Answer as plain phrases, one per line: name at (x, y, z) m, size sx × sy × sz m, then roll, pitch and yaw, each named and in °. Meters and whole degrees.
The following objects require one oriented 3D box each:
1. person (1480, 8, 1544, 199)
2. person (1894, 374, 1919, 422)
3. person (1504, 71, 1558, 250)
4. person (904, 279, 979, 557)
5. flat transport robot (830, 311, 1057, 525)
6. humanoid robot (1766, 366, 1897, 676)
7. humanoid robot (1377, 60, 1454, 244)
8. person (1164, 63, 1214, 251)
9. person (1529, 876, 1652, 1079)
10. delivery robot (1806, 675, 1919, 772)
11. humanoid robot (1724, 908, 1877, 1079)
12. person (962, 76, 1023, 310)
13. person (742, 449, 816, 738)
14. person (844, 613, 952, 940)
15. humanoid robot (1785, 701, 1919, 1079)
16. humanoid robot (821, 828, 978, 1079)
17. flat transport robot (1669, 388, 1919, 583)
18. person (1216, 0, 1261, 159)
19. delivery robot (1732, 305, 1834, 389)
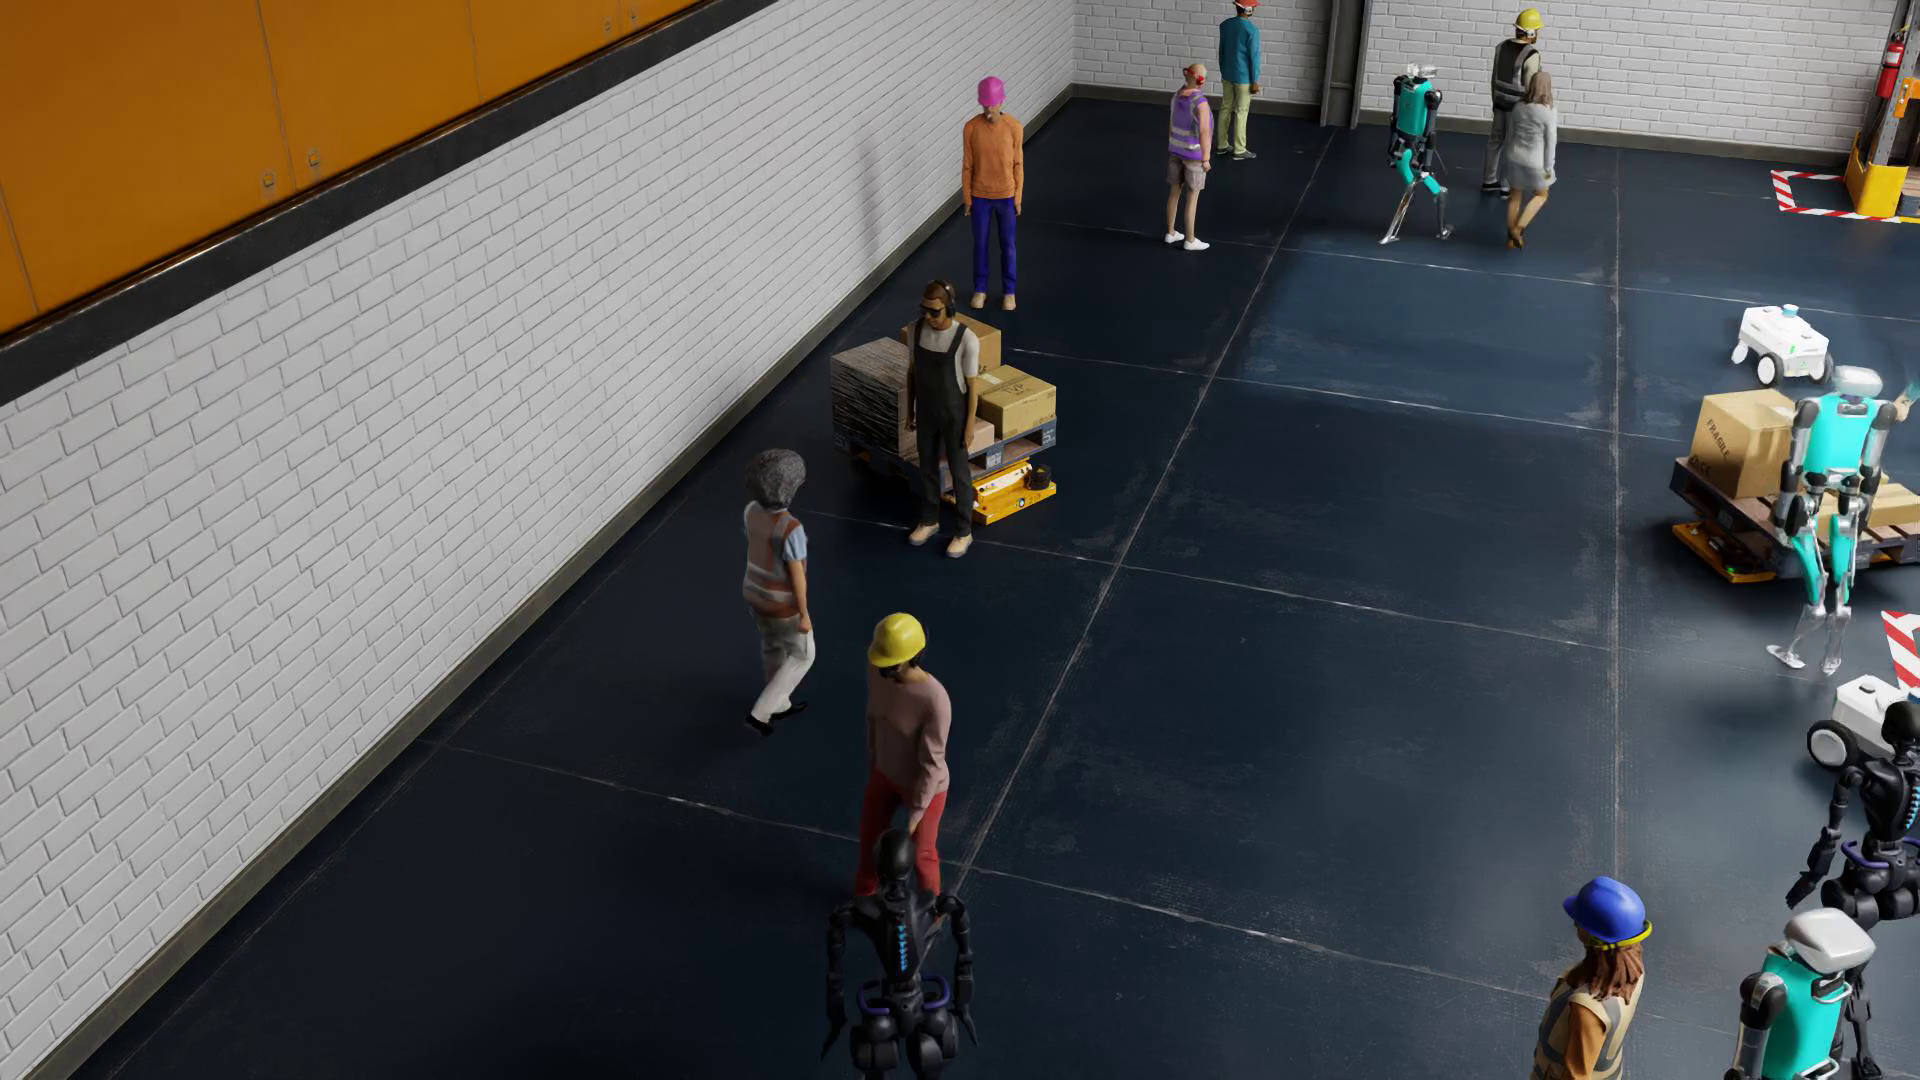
person at (5.465, -4.297, 16.391) m, size 0.404 × 1.834 × 0.587 m, roll -11°, pitch 32°, yaw -18°
person at (7.087, -1.486, 11.622) m, size 0.537 × 1.832 × 0.908 m, roll 7°, pitch 31°, yaw 12°
person at (5.142, -3.415, 15.066) m, size 0.498 × 1.647 × 0.434 m, roll 26°, pitch 39°, yaw 36°
person at (-0.120, -0.771, 10.390) m, size 0.506 × 1.838 × 0.333 m, roll 16°, pitch 34°, yaw 26°
flat transport robot at (-0.067, -0.537, 11.539) m, size 0.659 × 0.231 × 1.431 m, roll -25°, pitch 38°, yaw -35°
humanoid robot at (4.851, -0.024, 9.231) m, size 0.545 × 1.776 × 0.764 m, roll 1°, pitch 30°, yaw 2°
humanoid robot at (4.321, -3.510, 15.201) m, size 0.915 × 1.811 × 0.575 m, roll -17°, pitch 34°, yaw -26°
person at (2.082, -3.482, 15.146) m, size 0.347 × 1.690 × 0.480 m, roll -20°, pitch 36°, yaw -30°
person at (2.156, 1.905, 5.894) m, size 0.317 × 1.777 × 0.479 m, roll 21°, pitch 36°, yaw 31°
delivery robot at (4.863, 1.025, 8.618) m, size 0.499 × 0.614 × 0.798 m, roll -16°, pitch 34°, yaw -25°
humanoid robot at (2.878, 2.093, 5.618) m, size 0.552 × 1.786 × 0.833 m, roll -16°, pitch 34°, yaw -25°
person at (0.266, -2.877, 13.847) m, size 0.514 × 1.973 × 0.401 m, roll 3°, pitch 31°, yaw 4°
person at (-0.983, 0.314, 8.694) m, size 0.486 × 1.668 × 0.474 m, roll 26°, pitch 39°, yaw 36°
person at (-0.276, 1.074, 7.334) m, size 0.537 × 1.754 × 0.422 m, roll 26°, pitch 39°, yaw 37°
humanoid robot at (3.815, 1.427, 6.882) m, size 0.601 × 1.621 × 0.808 m, roll -3°, pitch 31°, yaw -4°
humanoid robot at (-0.232, 1.768, 6.250) m, size 0.602 × 1.628 × 0.733 m, roll -4°, pitch 31°, yaw -7°
flat transport robot at (5.404, -0.032, 10.680) m, size 1.431 × 0.231 × 0.659 m, roll -7°, pitch 31°, yaw -11°
person at (2.945, -4.900, 17.494) m, size 0.323 × 1.751 × 0.560 m, roll -20°, pitch 36°, yaw -31°
delivery robot at (6.408, -1.512, 12.935) m, size 0.504 × 0.614 × 0.785 m, roll -5°, pitch 31°, yaw -8°
